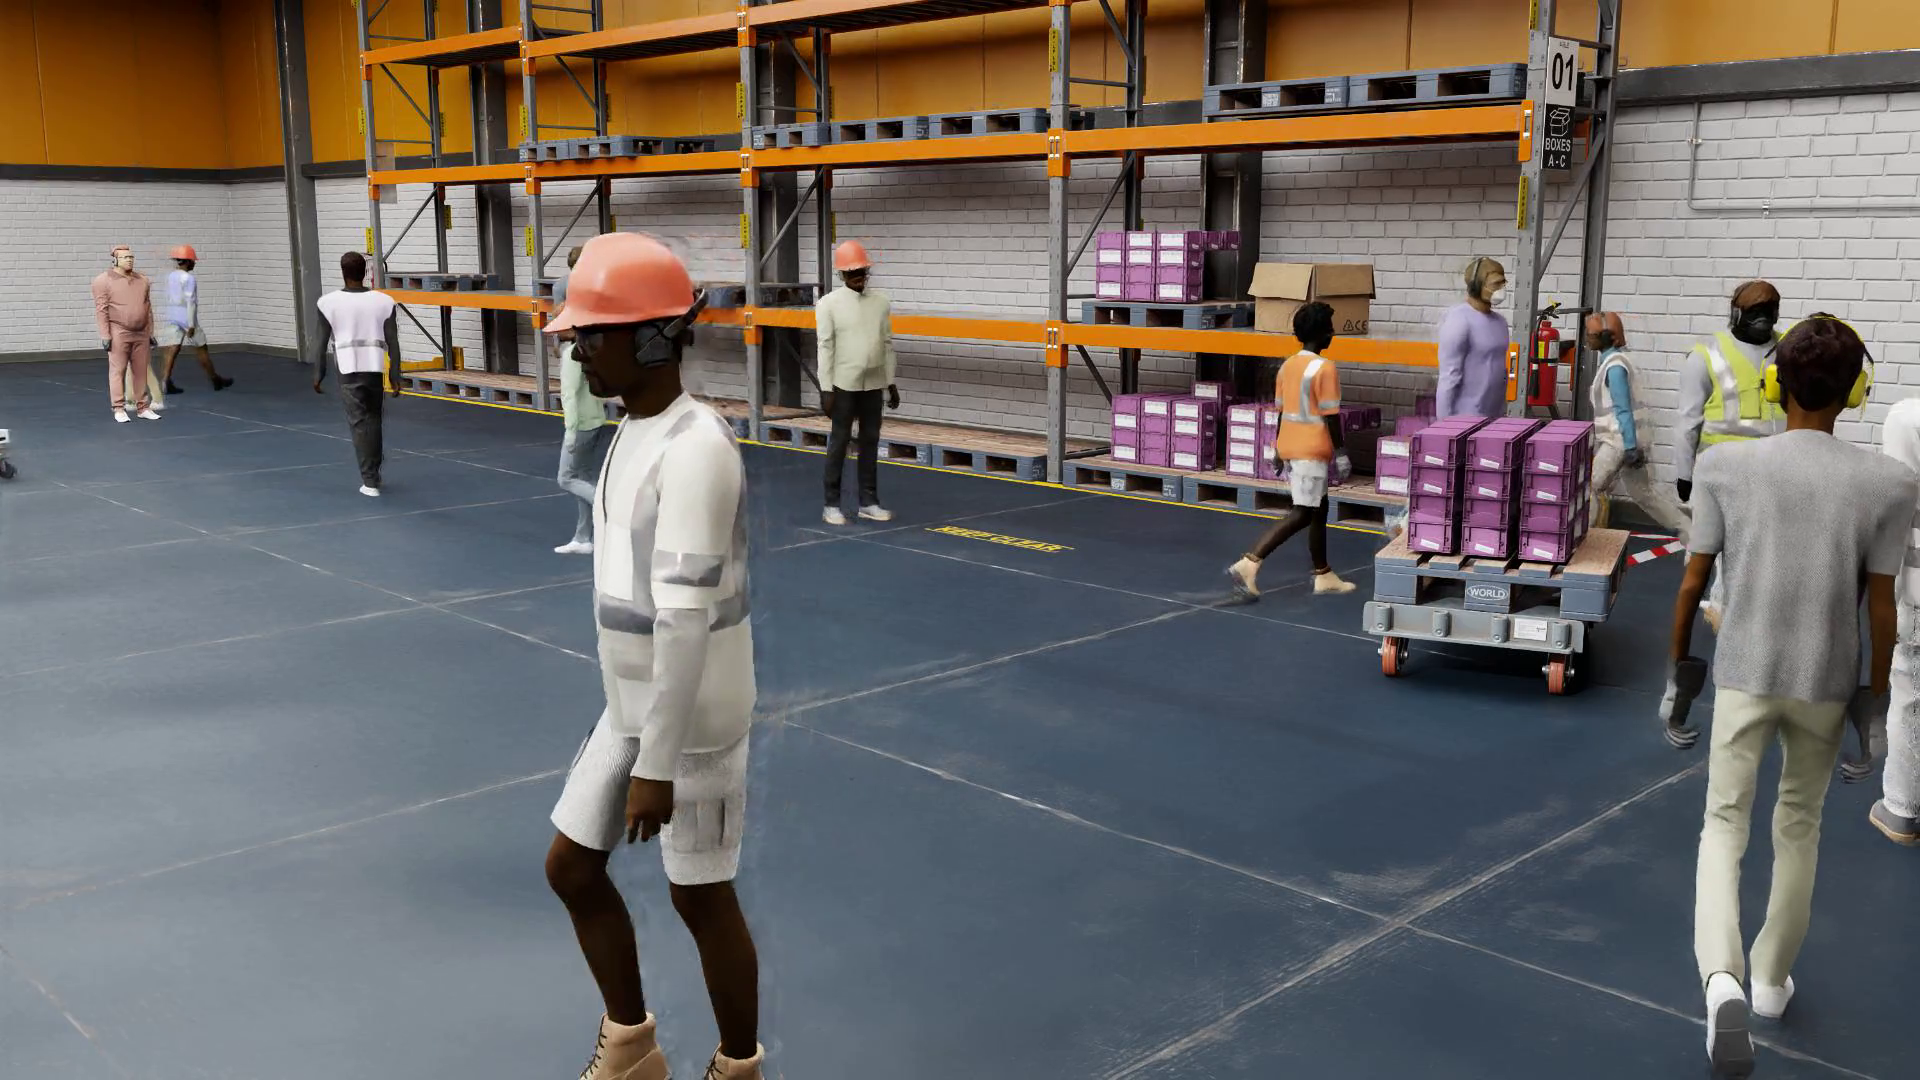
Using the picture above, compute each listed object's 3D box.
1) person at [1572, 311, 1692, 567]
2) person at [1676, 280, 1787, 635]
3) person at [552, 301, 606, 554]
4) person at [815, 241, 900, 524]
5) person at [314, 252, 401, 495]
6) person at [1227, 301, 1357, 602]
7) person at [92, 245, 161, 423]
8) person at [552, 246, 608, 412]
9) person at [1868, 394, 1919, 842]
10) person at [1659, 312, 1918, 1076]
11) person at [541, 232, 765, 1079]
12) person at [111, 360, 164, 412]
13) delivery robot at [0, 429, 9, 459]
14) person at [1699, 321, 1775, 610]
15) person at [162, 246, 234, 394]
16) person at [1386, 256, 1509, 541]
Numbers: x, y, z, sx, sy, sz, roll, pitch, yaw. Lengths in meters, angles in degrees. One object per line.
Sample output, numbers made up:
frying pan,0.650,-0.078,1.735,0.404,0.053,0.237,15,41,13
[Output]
person,4.065,-0.591,10.025,0.889,1.584,0.531,4,11,20
person,3.843,-0.356,8.113,0.628,1.812,0.836,-1,10,-4
person,-2.334,-0.695,10.473,0.469,1.621,0.523,1,10,6
person,-0.733,-1.099,11.744,0.655,1.971,0.424,-8,13,-36
person,-4.798,-1.323,13.187,0.611,1.881,0.920,-7,13,-34
person,1.855,-0.484,9.188,0.790,1.672,0.521,-2,11,-12
person,-9.066,-2.245,18.143,0.410,1.913,0.643,6,12,30
person,-3.856,-2.054,17.084,0.716,1.917,0.636,10,14,43
person,3.171,0.161,5.203,0.587,1.851,0.934,3,11,14
person,1.997,0.374,4.072,0.520,1.842,0.796,5,12,26
person,-0.699,0.377,3.542,0.665,2.023,0.624,-6,12,-29
person,-9.534,-2.265,19.071,0.689,1.595,0.520,-8,13,-37
delivery robot,-8.260,-0.808,13.746,0.707,0.478,0.477,2,11,9
person,4.236,-0.409,8.912,0.333,1.622,0.542,6,12,32
person,-9.918,-2.829,21.396,0.564,1.885,0.988,6,12,29
person,2.962,-0.712,9.805,0.925,1.911,0.638,10,14,42
